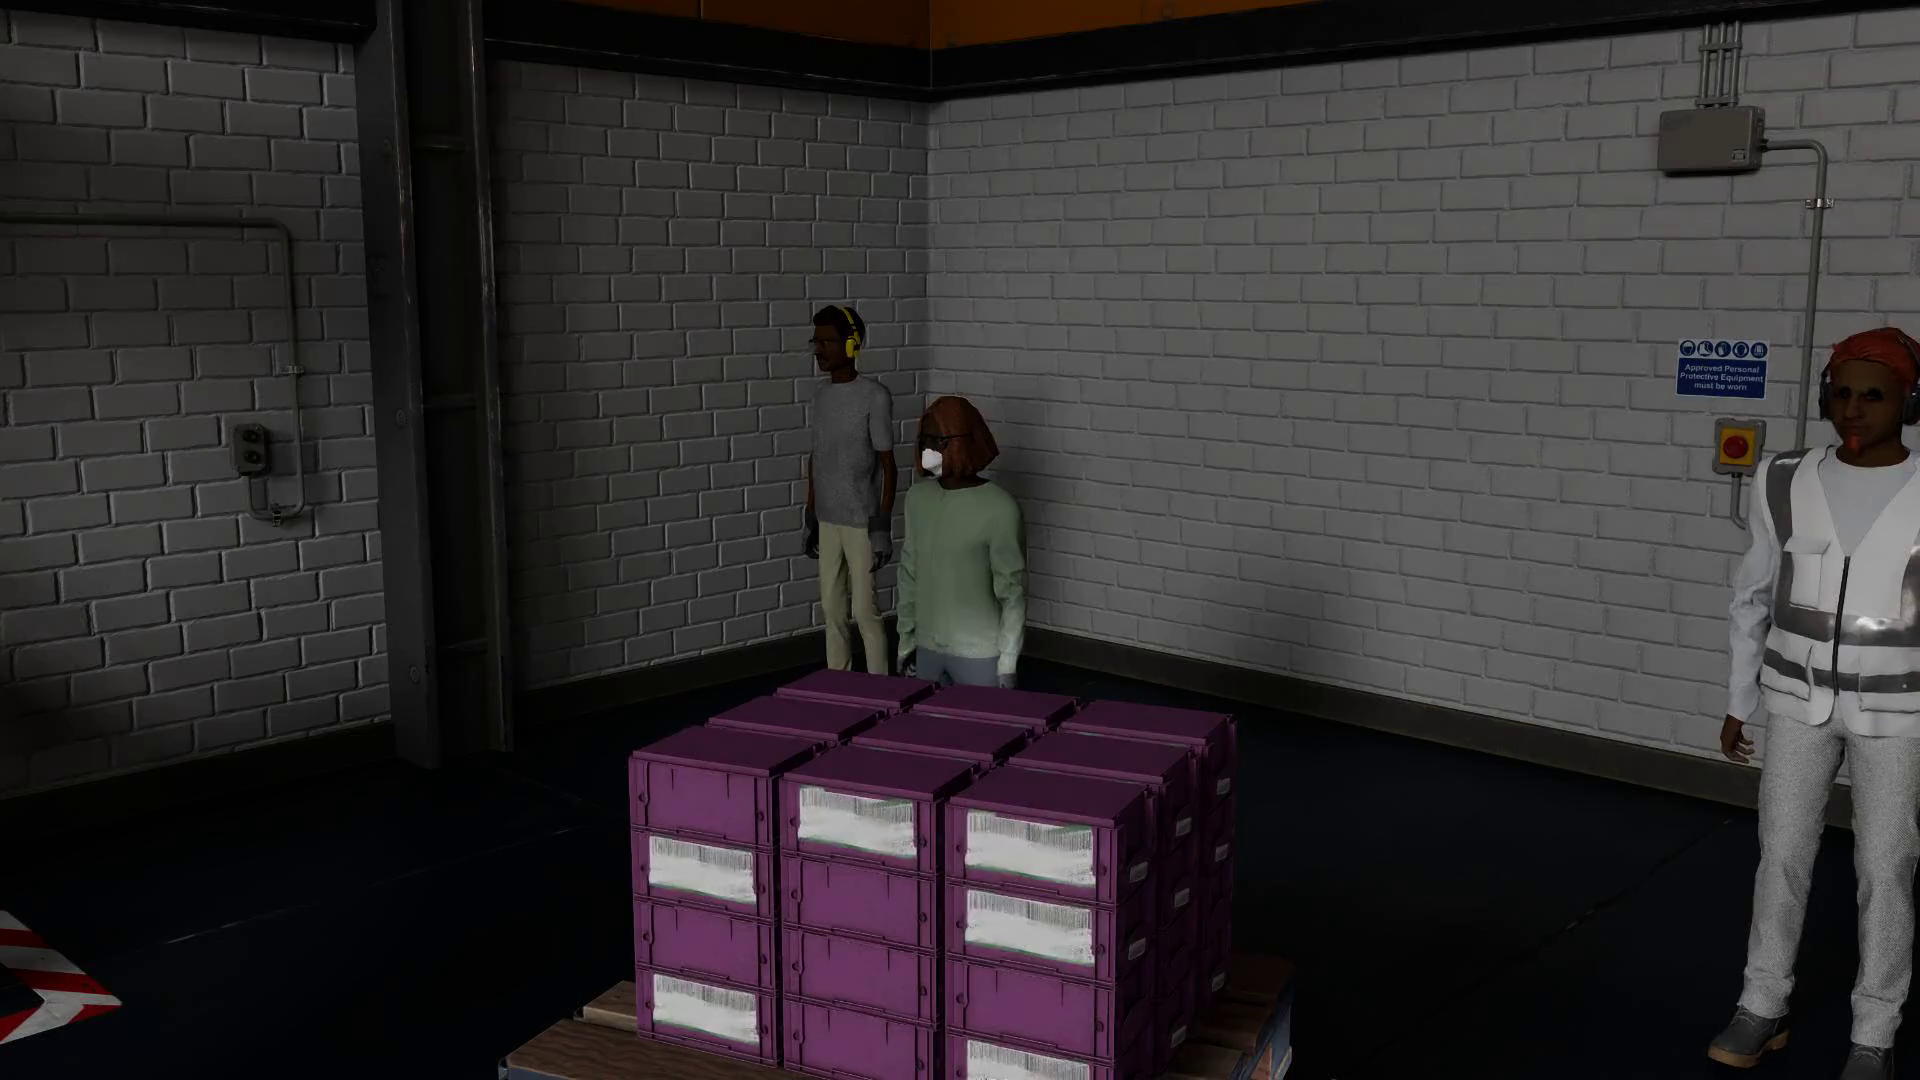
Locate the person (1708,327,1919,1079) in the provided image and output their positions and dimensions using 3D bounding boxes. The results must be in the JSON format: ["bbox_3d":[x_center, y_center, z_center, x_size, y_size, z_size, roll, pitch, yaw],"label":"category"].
[{"bbox_3d":[2.170,0.427,4.068,0.584,1.883,0.337,9,13,43],"label":"person"}]

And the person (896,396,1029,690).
[{"bbox_3d":[-0.008,0.362,5.234,0.507,1.631,0.266,9,13,43],"label":"person"}]

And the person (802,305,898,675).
[{"bbox_3d":[-0.491,-0.068,7.156,0.534,1.868,0.309,9,13,43],"label":"person"}]
